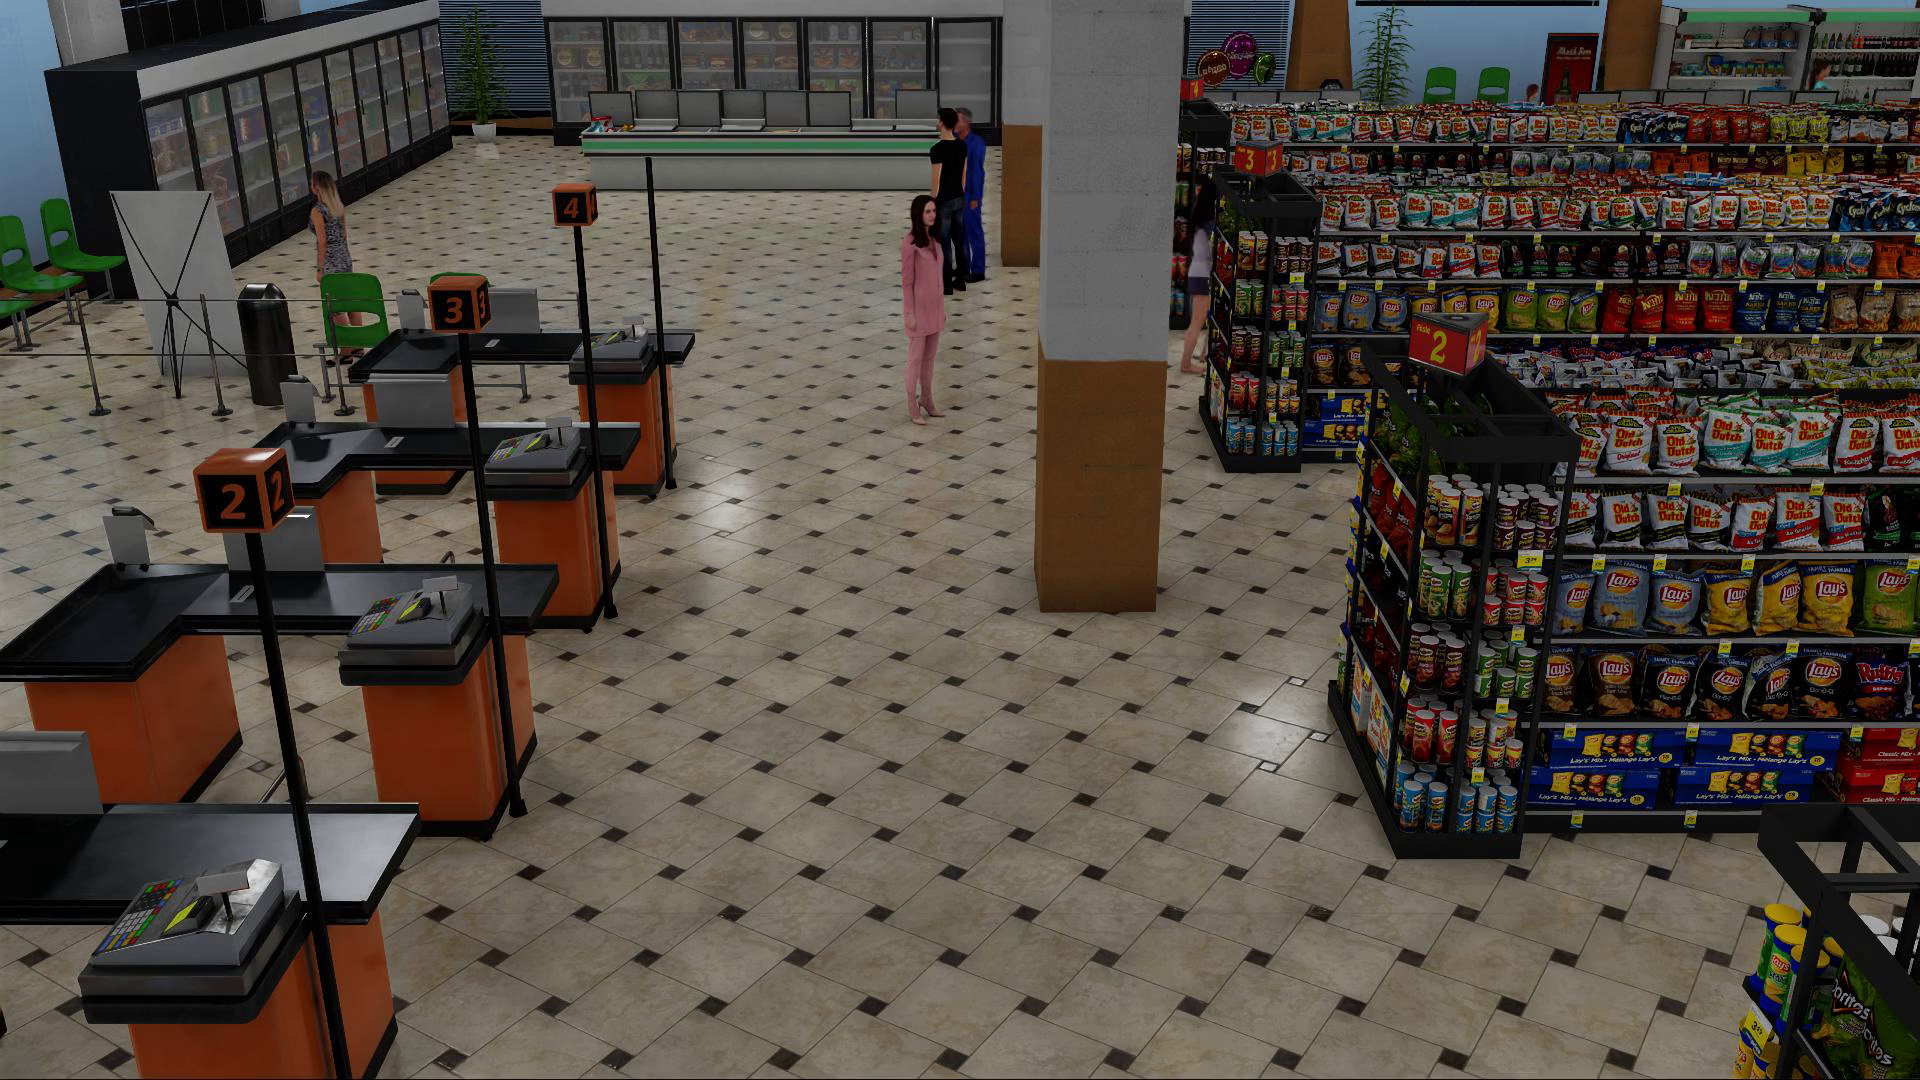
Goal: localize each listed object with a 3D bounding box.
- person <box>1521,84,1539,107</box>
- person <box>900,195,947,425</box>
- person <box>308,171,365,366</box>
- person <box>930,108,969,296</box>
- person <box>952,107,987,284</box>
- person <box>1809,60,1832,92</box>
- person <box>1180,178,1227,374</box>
[{"bbox_3d":[8.507,-6.230,24.950,0.608,1.189,0.561,-17,27,-36],"label":"person"},{"bbox_3d":[-0.296,-1.830,13.177,0.715,1.803,0.685,16,27,34],"label":"person"},{"bbox_3d":[-5.550,-2.422,14.782,0.573,1.704,0.621,6,23,14],"label":"person"},{"bbox_3d":[-0.112,-3.507,17.226,0.807,1.896,0.751,20,29,40],"label":"person"},{"bbox_3d":[0.079,-3.702,17.808,0.798,1.823,0.782,-16,27,-35],"label":"person"},{"bbox_3d":[12.609,-6.301,24.648,0.960,1.547,0.698,5,22,13],"label":"person"},{"bbox_3d":[2.040,-2.277,14.439,0.642,1.691,0.636,2,22,4],"label":"person"}]
